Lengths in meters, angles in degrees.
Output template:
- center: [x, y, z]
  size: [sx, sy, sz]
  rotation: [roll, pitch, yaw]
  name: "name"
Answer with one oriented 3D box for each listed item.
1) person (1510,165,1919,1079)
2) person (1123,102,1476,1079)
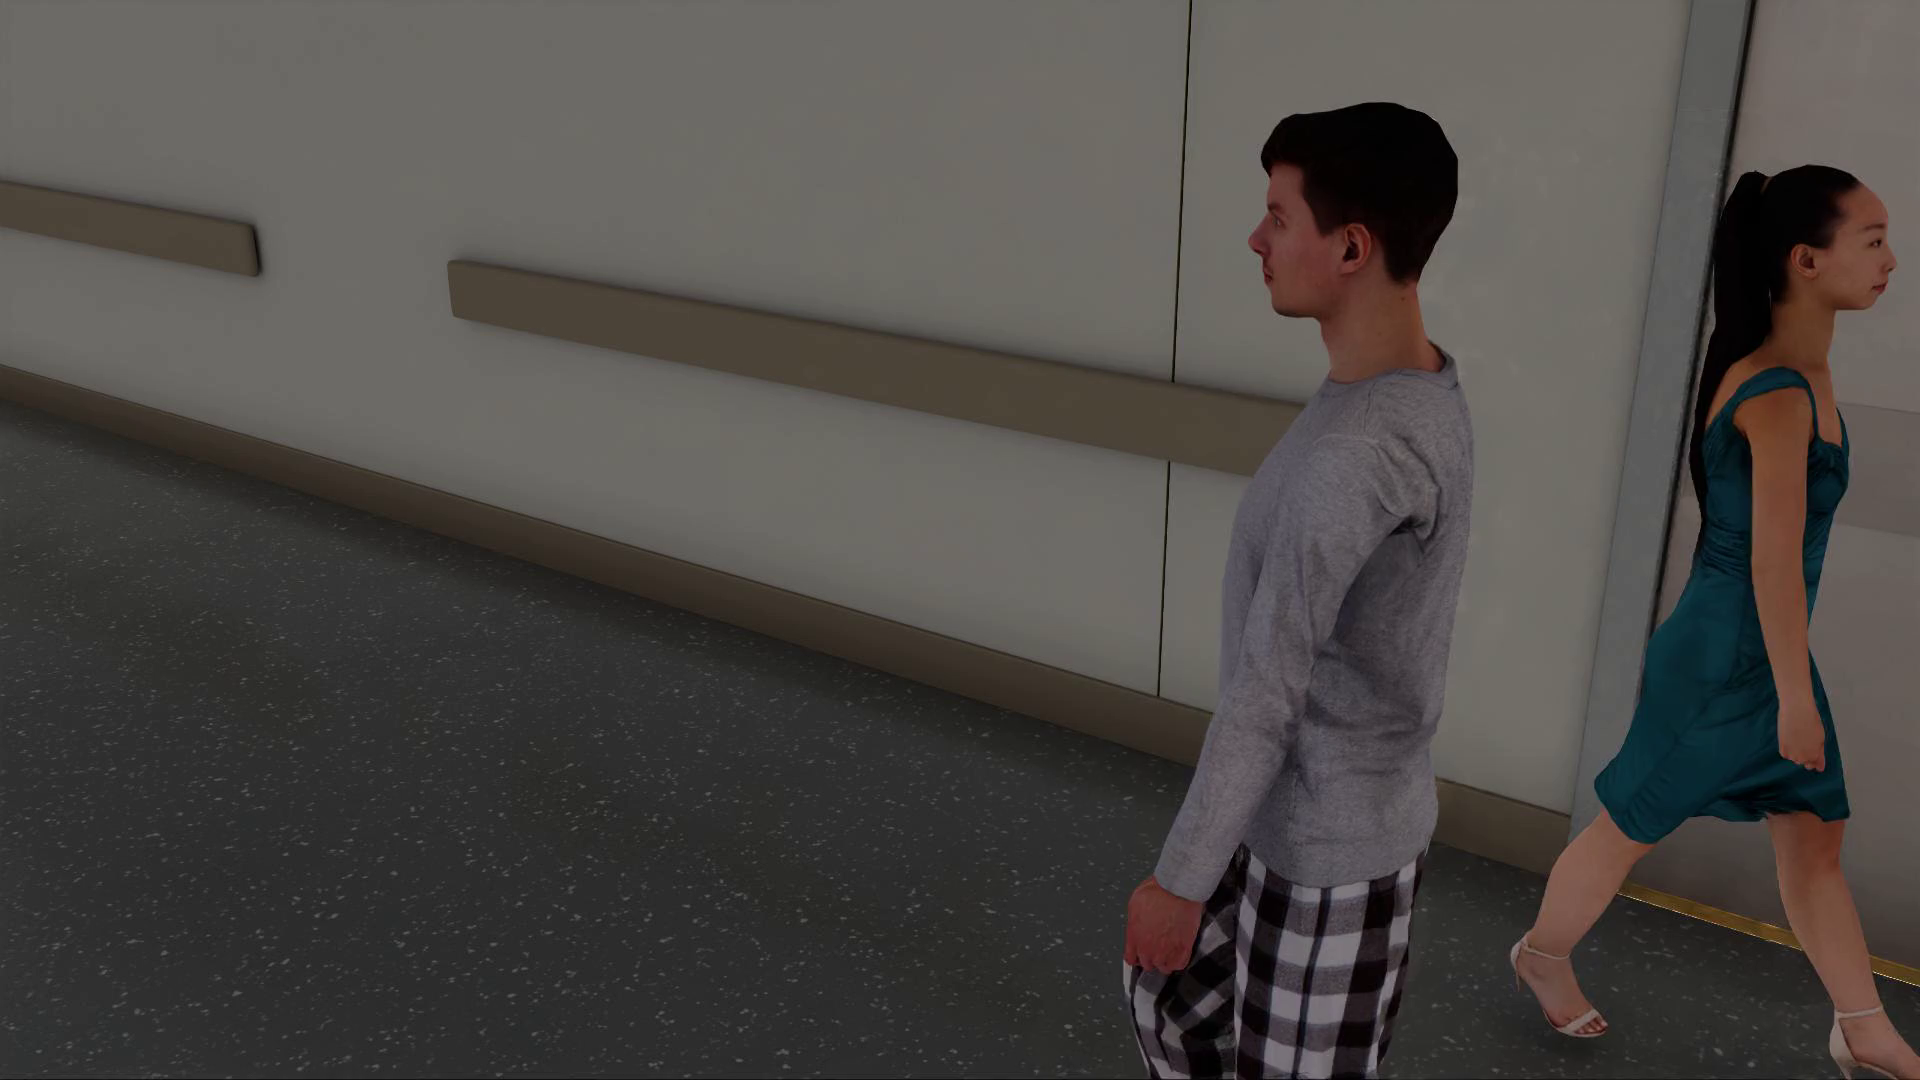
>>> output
- center: [1.233, 0.221, 2.872]
  size: [0.657, 1.644, 0.948]
  rotation: [12, 24, 29]
  name: "person"
- center: [0.544, 0.386, 2.165]
  size: [0.808, 1.836, 0.727]
  rotation: [6, 22, 15]
  name: "person"
